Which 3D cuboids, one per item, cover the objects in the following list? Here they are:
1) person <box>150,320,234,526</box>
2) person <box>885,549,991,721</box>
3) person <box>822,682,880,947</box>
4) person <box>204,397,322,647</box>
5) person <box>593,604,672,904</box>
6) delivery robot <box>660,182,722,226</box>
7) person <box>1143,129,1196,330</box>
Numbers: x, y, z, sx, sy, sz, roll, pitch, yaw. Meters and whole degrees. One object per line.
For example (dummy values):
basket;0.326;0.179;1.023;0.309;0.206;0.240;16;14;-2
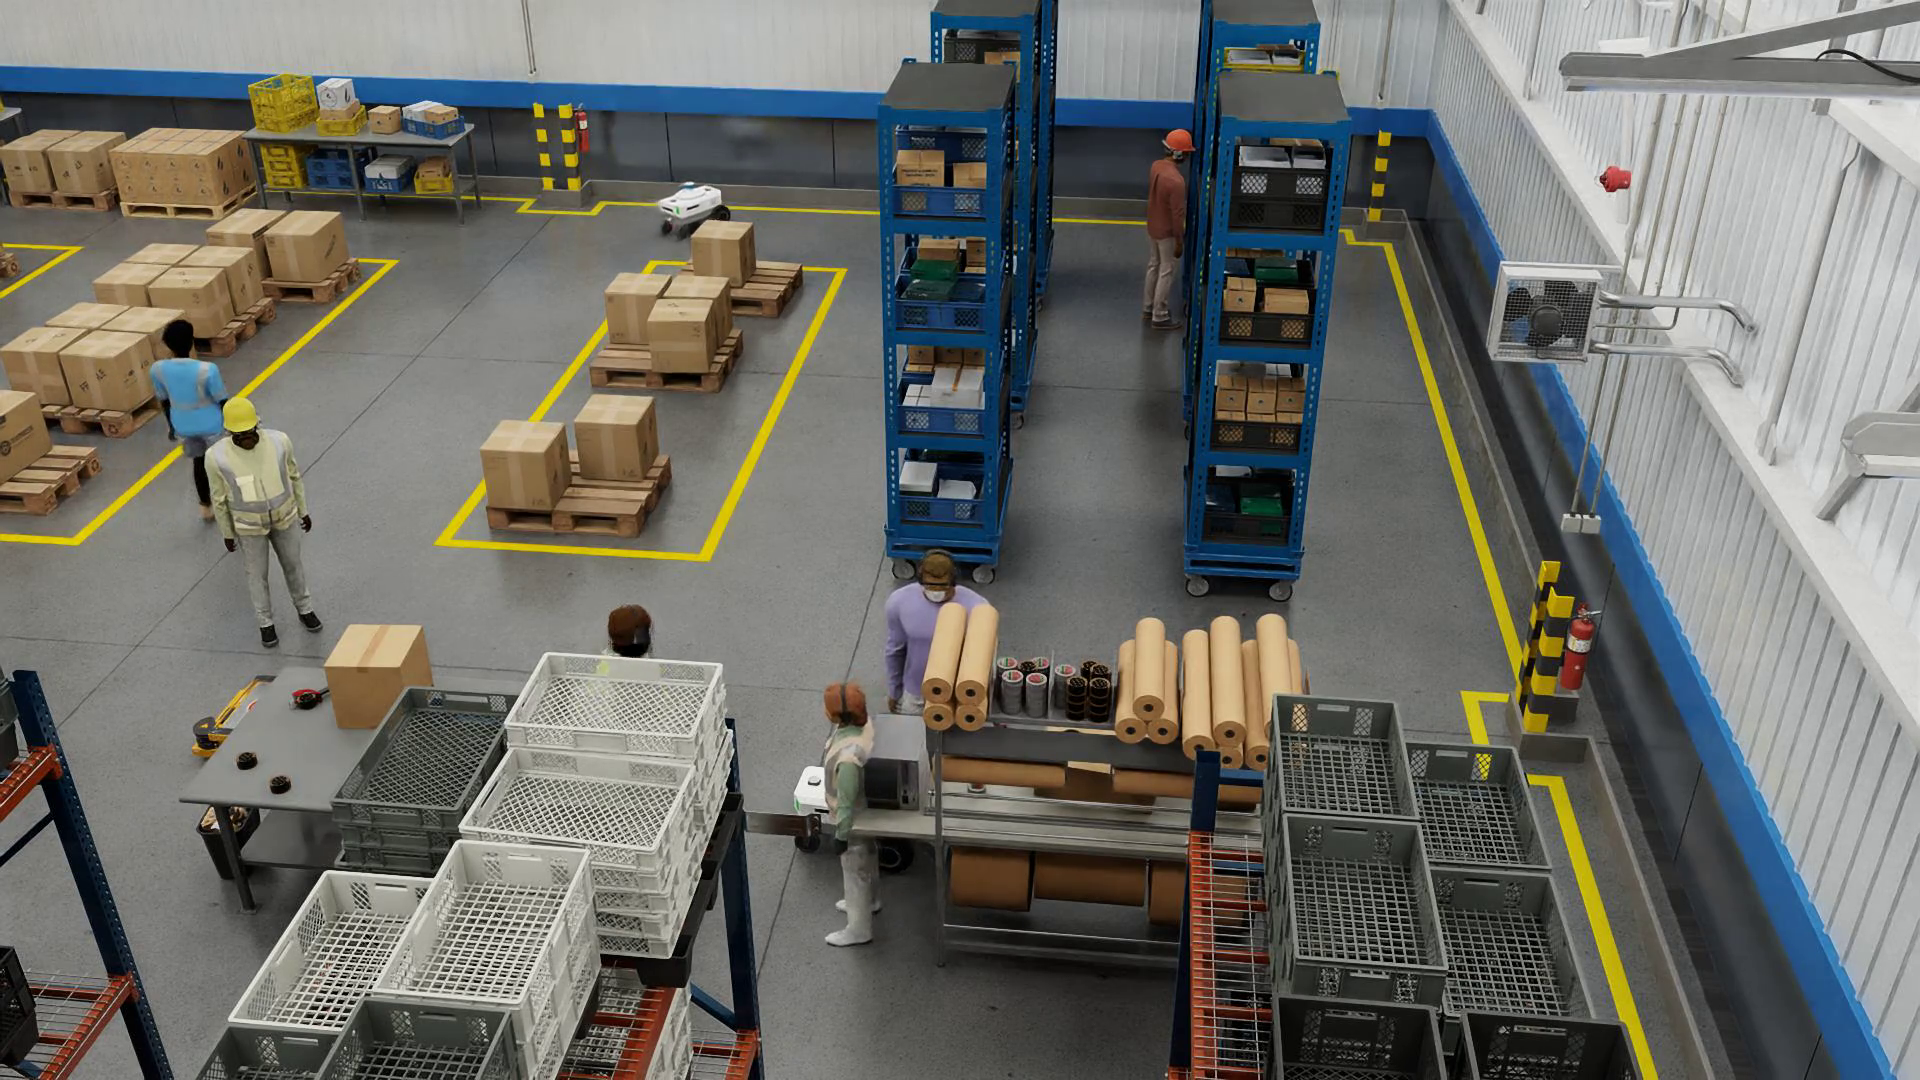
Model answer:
person;-5.836;-0.891;12.772;0.565;1.696;0.338;1;30;2
person;-0.114;0.868;9.523;0.631;1.930;0.369;6;31;10
person;-0.572;1.443;8.821;0.324;1.638;0.524;2;30;3
person;-4.742;-0.143;11.350;0.603;1.830;0.404;-20;36;-31
person;-1.759;1.217;9.052;0.432;1.810;0.710;-3;30;-6
delivery robot;-3.040;-3.802;18.806;0.477;0.478;0.707;23;37;34
person;2.021;-3.003;16.125;0.411;1.979;0.626;-10;32;-17
